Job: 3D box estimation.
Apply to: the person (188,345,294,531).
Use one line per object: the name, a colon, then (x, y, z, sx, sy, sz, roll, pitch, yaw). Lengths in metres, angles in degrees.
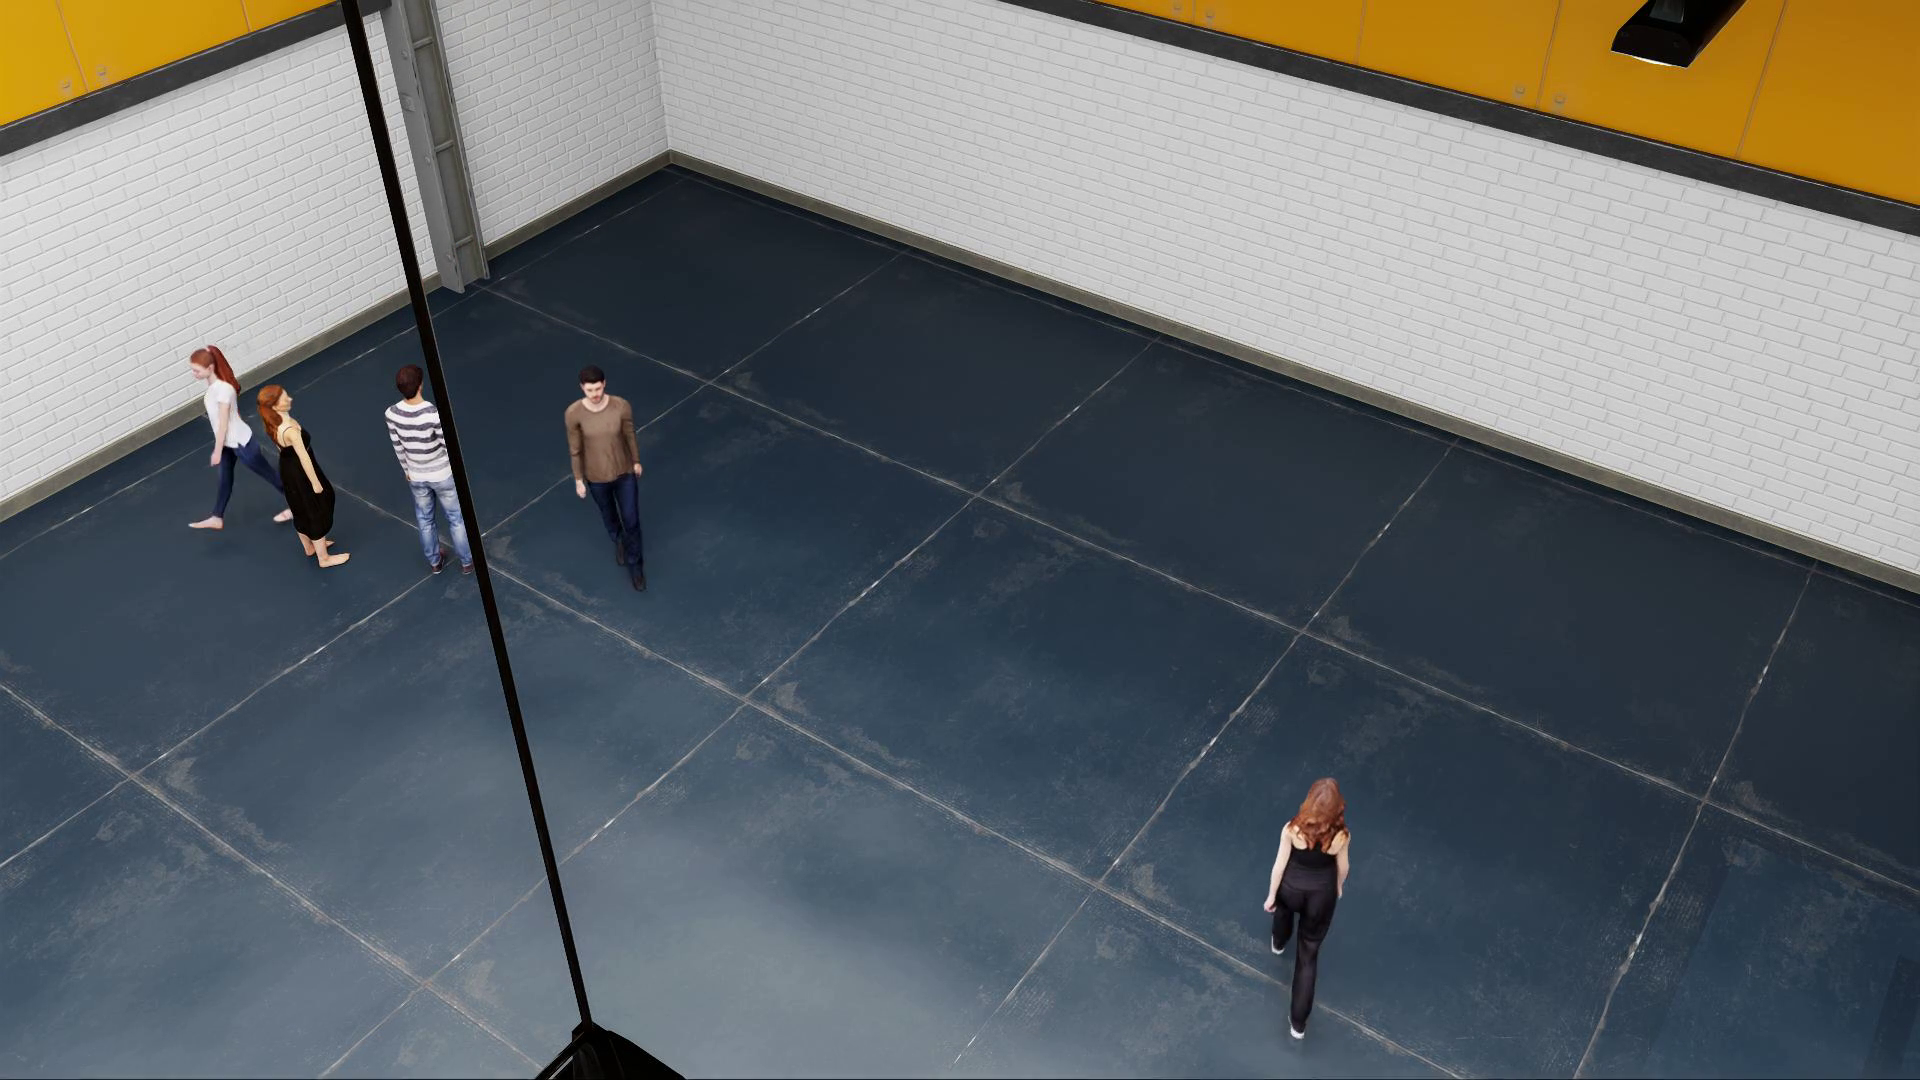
person: (-5.593, -0.793, 13.149, 1.162, 1.689, 0.814, -22, 44, -25)

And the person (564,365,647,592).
person: (-2.688, -0.578, 12.743, 1.011, 1.862, 1.068, -7, 39, -8)

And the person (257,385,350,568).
person: (-5.109, -0.507, 12.842, 0.617, 1.626, 0.623, -31, 48, -33)

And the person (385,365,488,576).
person: (-4.031, -0.521, 12.676, 0.723, 1.855, 0.707, 4, 39, 5)

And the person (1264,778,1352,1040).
person: (1.985, 2.101, 9.514, 0.961, 1.705, 1.238, 5, 39, 7)
